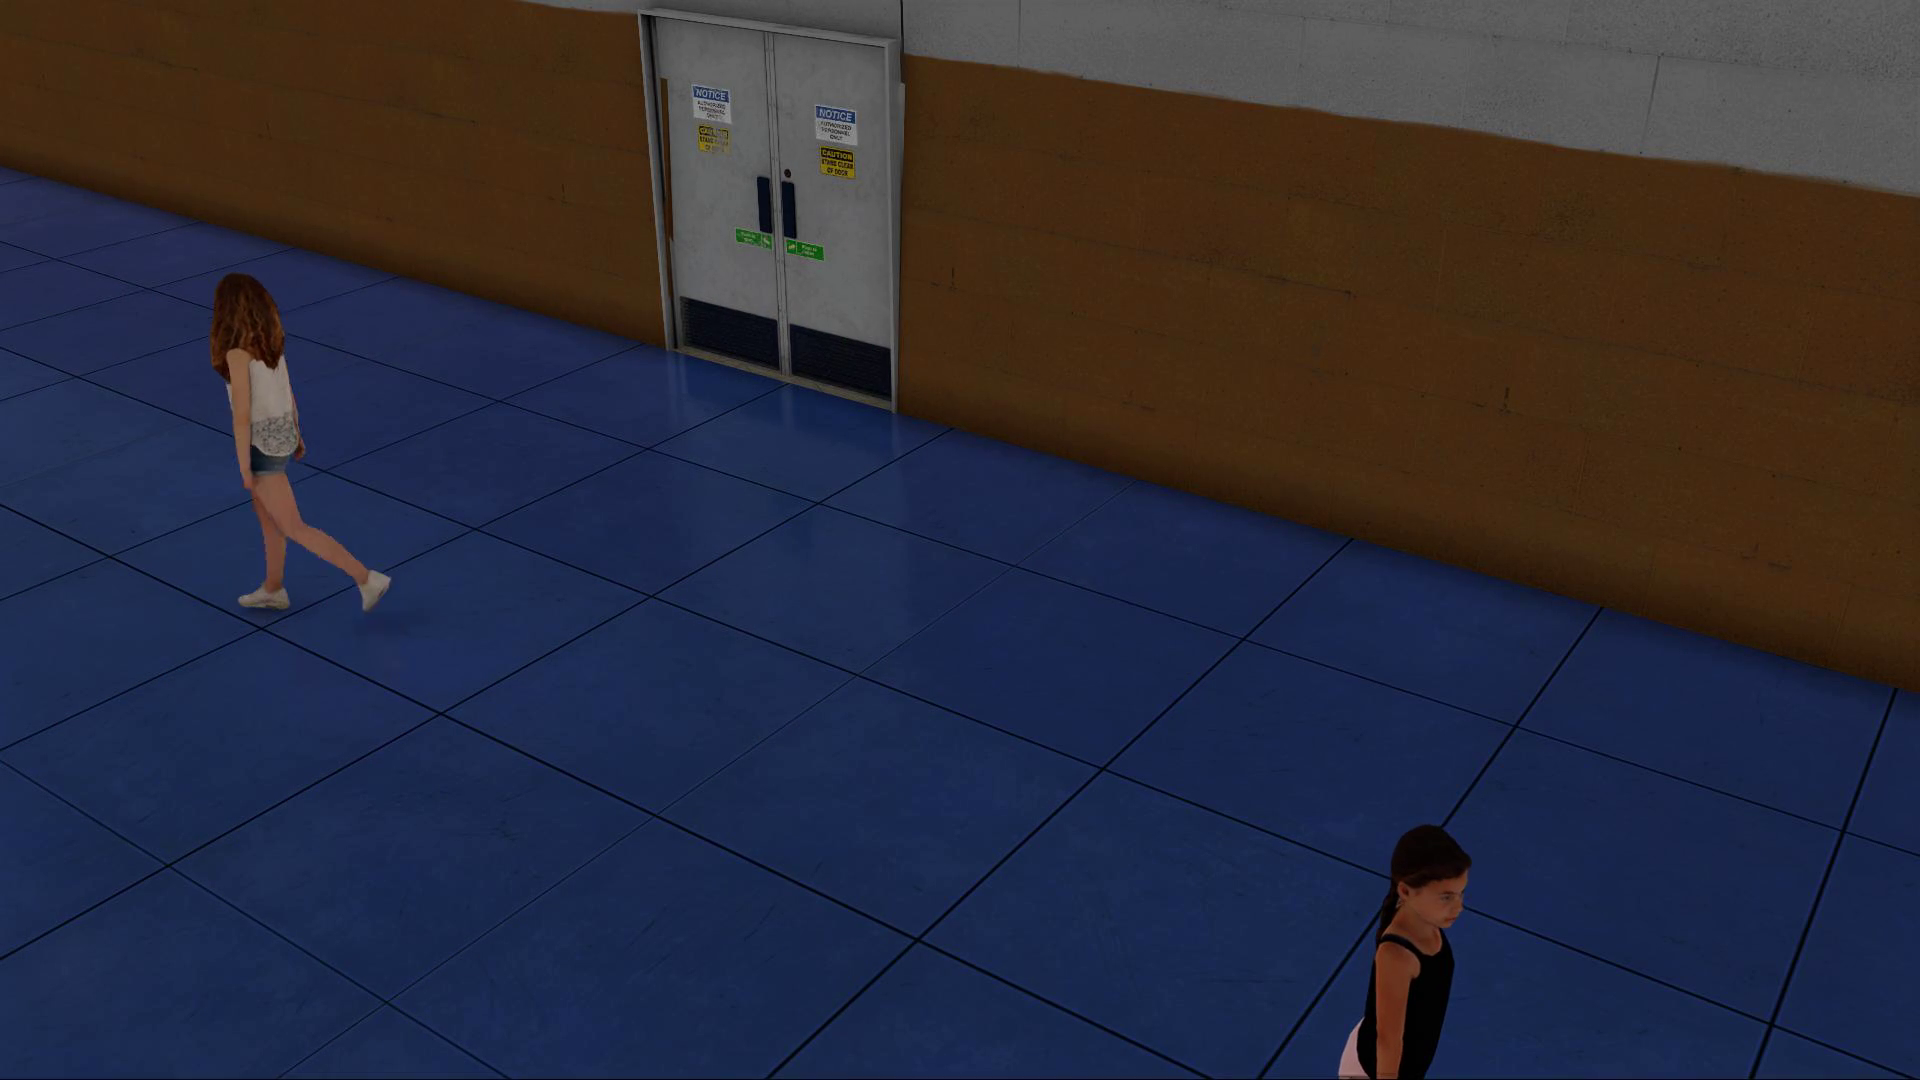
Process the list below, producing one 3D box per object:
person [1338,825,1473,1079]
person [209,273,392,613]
[{"bbox_3d":[1.147,1.427,4.465,0.633,1.563,0.504,12,29,22],"label":"person"},{"bbox_3d":[-3.167,-0.393,7.867,0.962,1.733,1.095,4,27,7],"label":"person"}]
